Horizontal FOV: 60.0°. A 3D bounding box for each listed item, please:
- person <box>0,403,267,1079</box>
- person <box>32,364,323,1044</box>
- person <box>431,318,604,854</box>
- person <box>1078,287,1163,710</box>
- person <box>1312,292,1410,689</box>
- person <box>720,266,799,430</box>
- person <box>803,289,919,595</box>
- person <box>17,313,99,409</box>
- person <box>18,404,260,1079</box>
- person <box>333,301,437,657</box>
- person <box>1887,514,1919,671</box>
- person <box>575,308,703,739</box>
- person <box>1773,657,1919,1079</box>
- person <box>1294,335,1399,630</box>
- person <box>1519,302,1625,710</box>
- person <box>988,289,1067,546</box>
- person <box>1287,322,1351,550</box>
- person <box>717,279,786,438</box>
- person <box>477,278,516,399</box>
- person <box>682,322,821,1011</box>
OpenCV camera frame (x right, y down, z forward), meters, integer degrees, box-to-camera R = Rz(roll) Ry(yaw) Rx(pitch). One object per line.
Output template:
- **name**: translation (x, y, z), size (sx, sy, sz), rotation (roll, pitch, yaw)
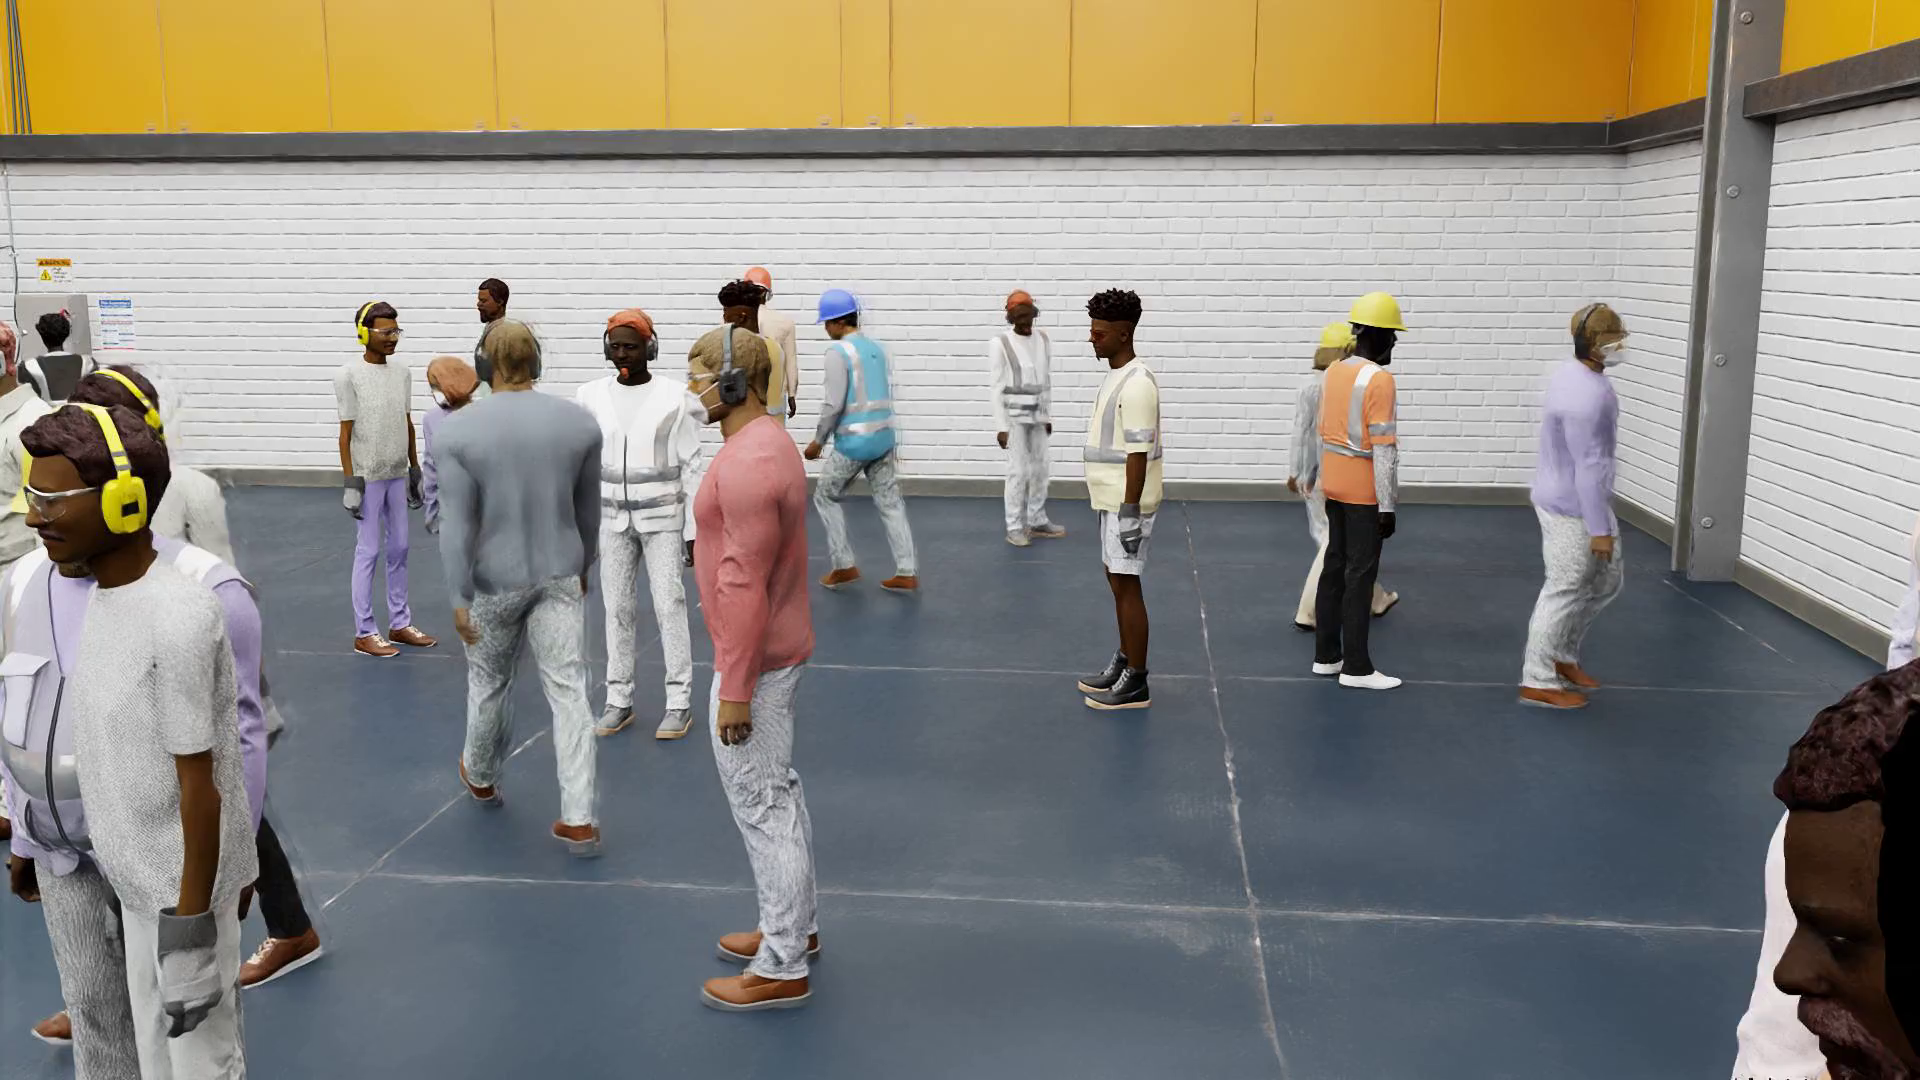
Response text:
- **person**: translation (-1.748, 0.620, 3.487), size (0.589, 1.822, 0.403), rotation (2, 10, 11)
- **person**: translation (-2.198, 0.434, 4.559), size (0.531, 1.814, 0.912), rotation (7, 12, 37)
- **person**: translation (-1.594, 0.143, 6.073), size (0.635, 1.880, 1.043), rotation (-6, 12, -31)
- **person**: translation (0.750, -0.189, 7.748), size (0.374, 1.958, 0.607), rotation (-1, 10, -4)
- **person**: translation (1.964, -0.240, 8.116), size (0.385, 1.922, 0.594), rotation (-3, 10, -17)
- **person**: translation (-1.580, -1.149, 13.120), size (0.612, 1.995, 0.382), rotation (-2, 10, -11)
- **person**: translation (-0.624, -0.581, 10.186), size (0.750, 1.881, 0.633), rotation (6, 11, 30)
- **person**: translation (-6.312, -0.748, 11.687), size (0.552, 1.682, 0.435), rotation (-9, 13, -42)
- **person**: translation (-1.475, 0.675, 3.079), size (0.321, 1.862, 0.506), rotation (-9, 14, -43)
- **person**: translation (-3.038, -0.316, 8.759), size (0.326, 1.858, 0.508), rotation (5, 11, 28)
- **person**: translation (2.515, 0.525, 4.018), size (0.429, 1.837, 0.629), rotation (-4, 11, -24)
- **person**: translation (-1.400, -0.065, 7.262), size (0.581, 1.879, 0.344), rotation (2, 10, 10)
- **person**: translation (0.801, 1.010, 1.099), size (0.710, 1.881, 0.621), rotation (0, 10, 1)
- **person**: translation (2.210, -0.350, 9.375), size (0.900, 1.696, 0.534), rotation (-6, 12, -32)
- **person**: translation (2.810, -0.127, 7.577), size (0.442, 1.896, 0.726), rotation (5, 11, 25)
- **person**: translation (0.464, -0.871, 11.944), size (0.380, 1.849, 0.693), rotation (10, 14, 44)
- **person**: translation (2.198, -0.409, 9.694), size (0.495, 1.709, 0.778), rotation (-2, 10, -11)
- **person**: translation (-1.214, -0.525, 9.650), size (0.368, 1.960, 0.602), rotation (3, 10, 14)
- **person**: translation (-3.339, -0.947, 12.181), size (0.390, 1.920, 0.587), rotation (-9, 13, -41)
- **person**: translation (-0.590, 0.353, 4.732), size (0.357, 1.929, 0.628), rotation (-1, 10, -4)
